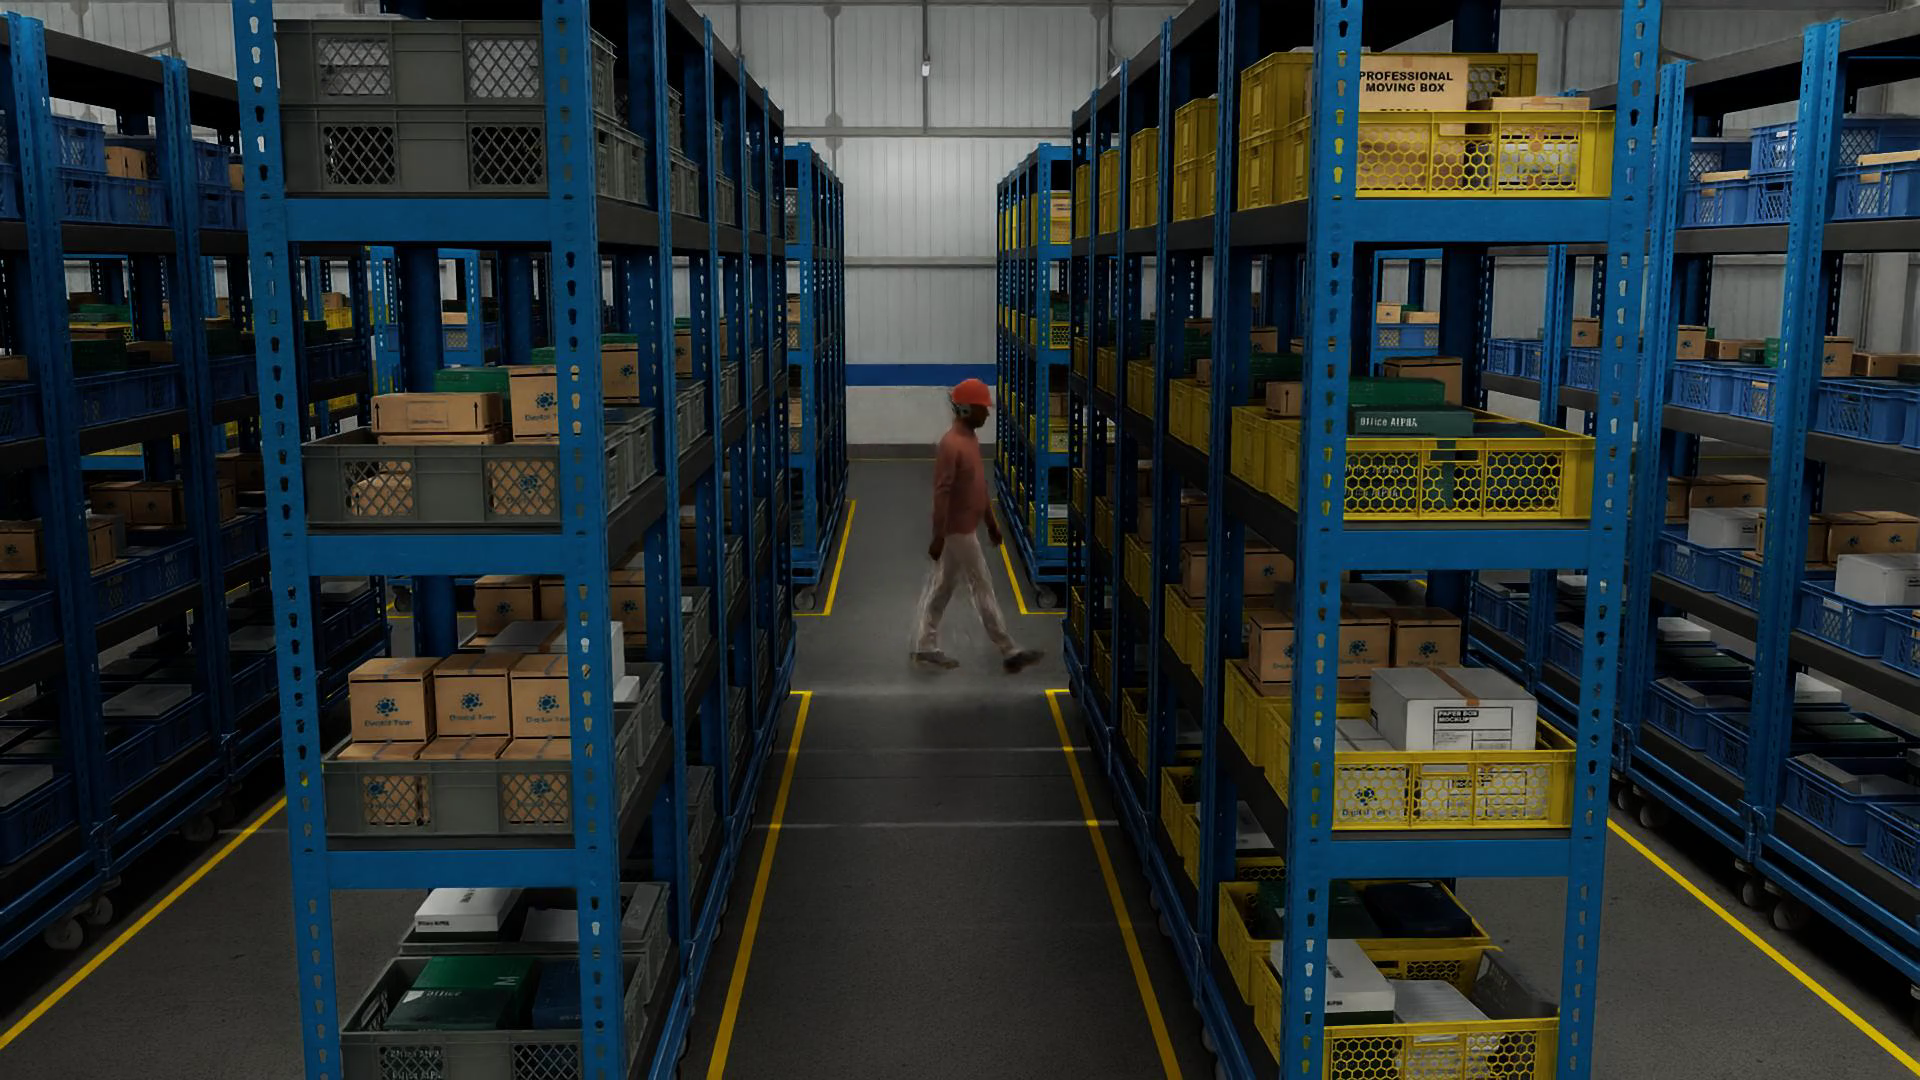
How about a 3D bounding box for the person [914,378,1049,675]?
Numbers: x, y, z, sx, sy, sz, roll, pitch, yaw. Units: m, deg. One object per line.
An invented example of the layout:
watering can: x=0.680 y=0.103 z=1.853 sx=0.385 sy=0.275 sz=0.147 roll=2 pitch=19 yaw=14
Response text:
person: x=0.139 y=-0.083 z=10.980 sx=0.995 sy=1.942 sz=0.627 roll=2 pitch=9 yaw=9
